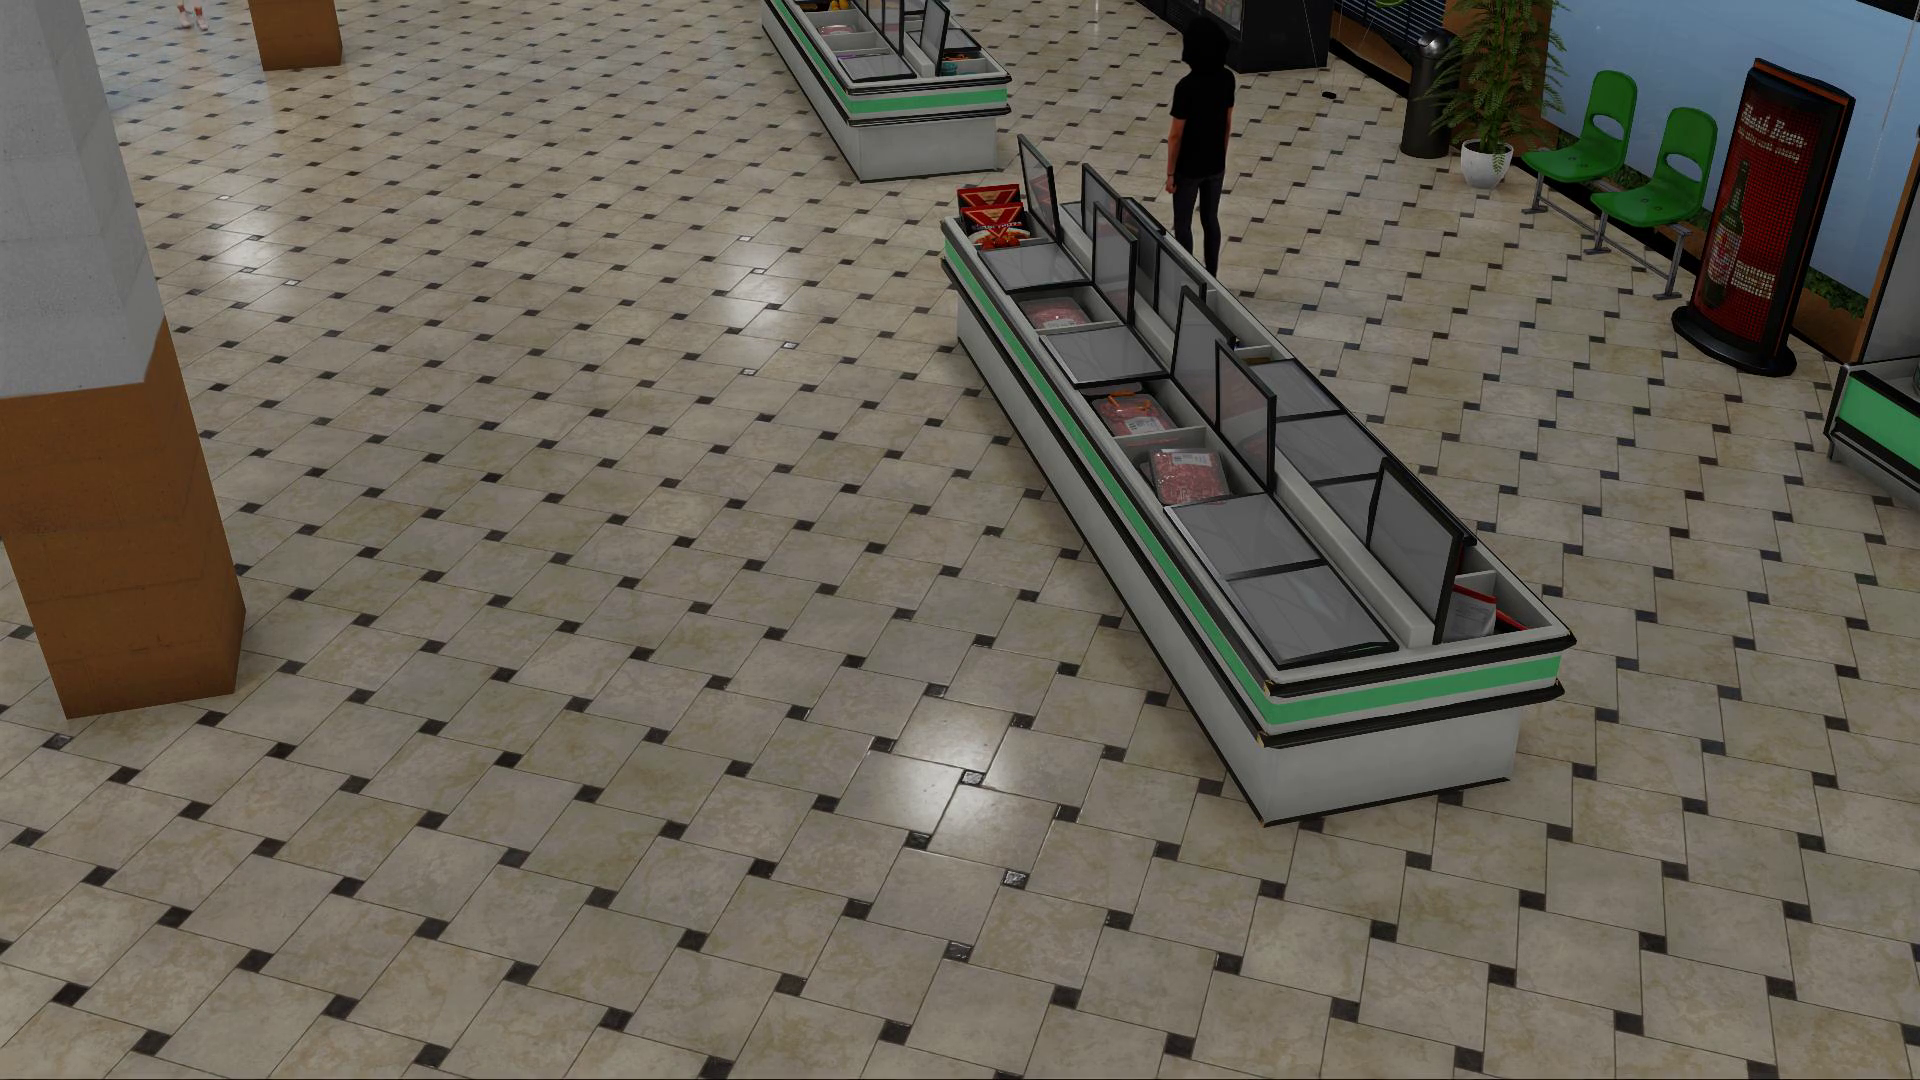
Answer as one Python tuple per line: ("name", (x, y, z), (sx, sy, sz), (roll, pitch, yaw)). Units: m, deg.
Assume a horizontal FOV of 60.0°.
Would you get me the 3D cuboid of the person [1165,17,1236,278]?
("person", (1.561, -2.462, 10.796), (0.678, 1.829, 0.609), (-16, 35, -24))
